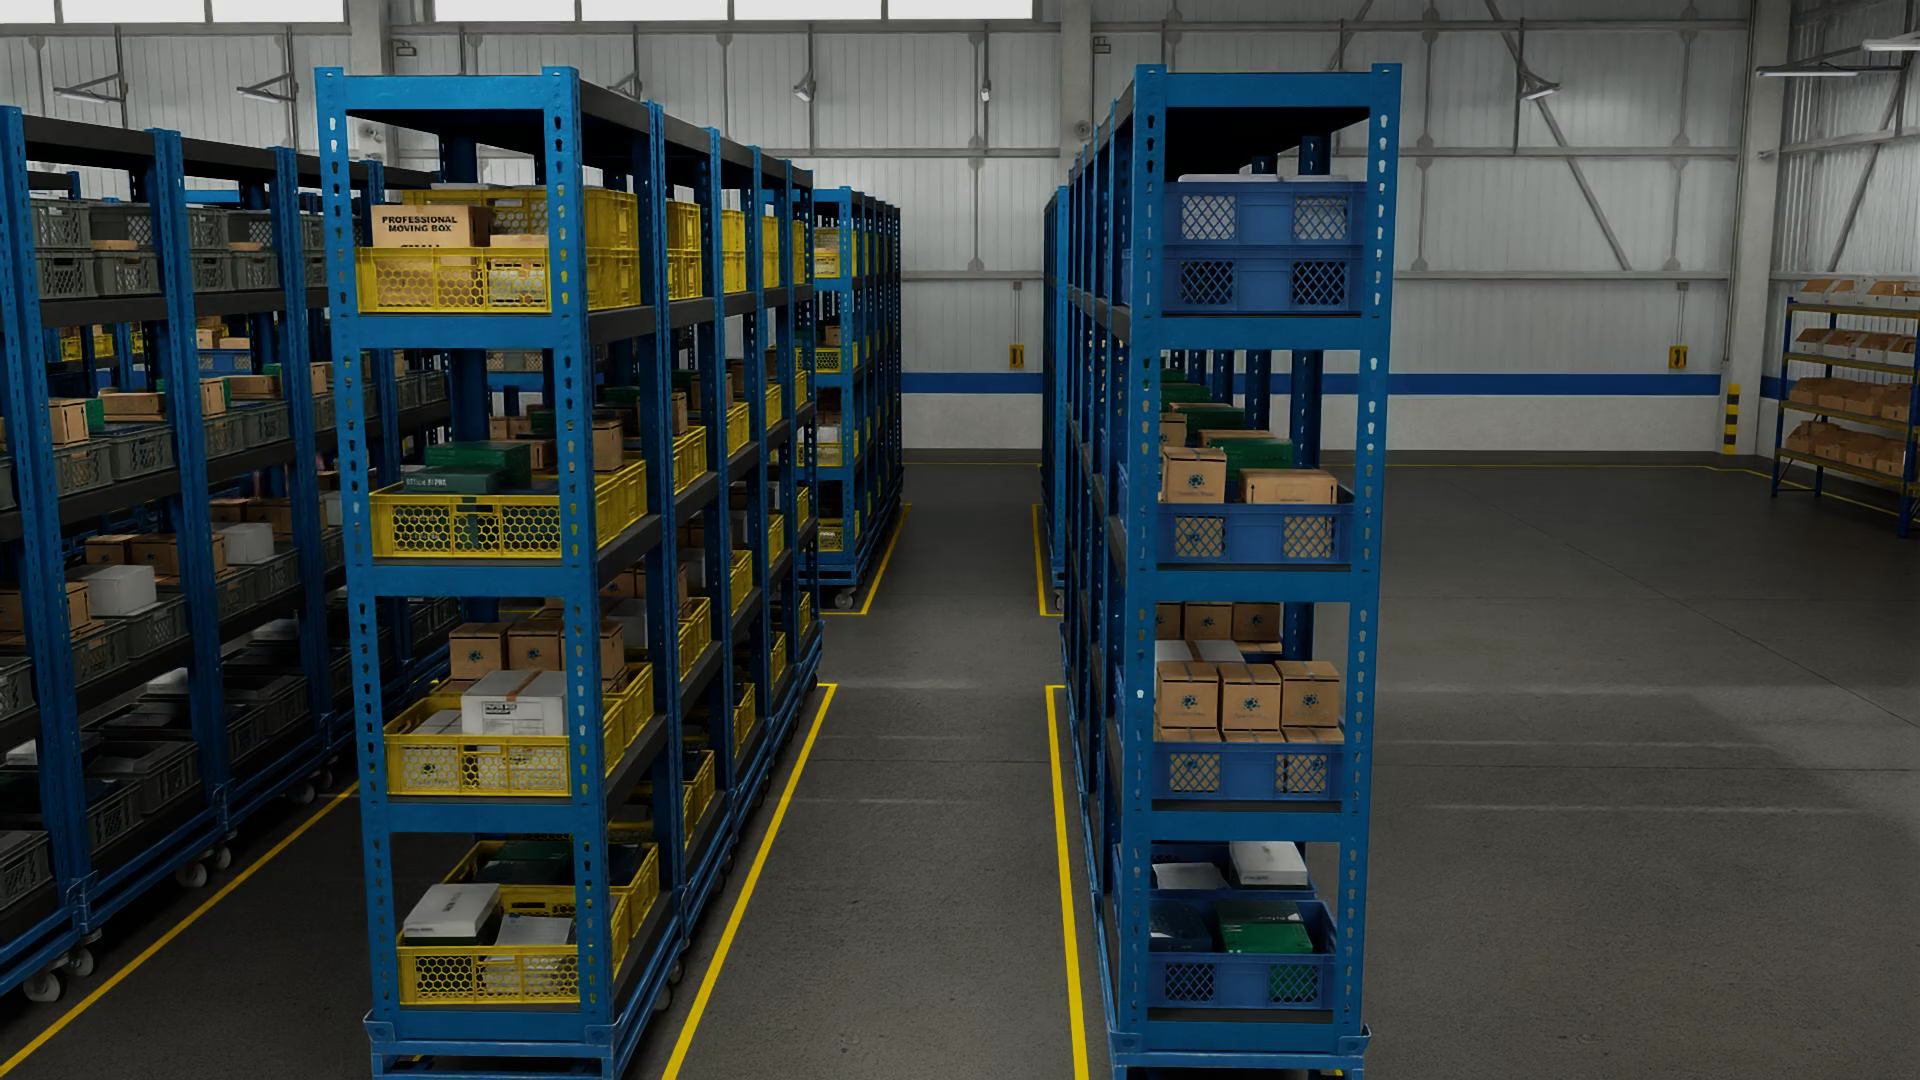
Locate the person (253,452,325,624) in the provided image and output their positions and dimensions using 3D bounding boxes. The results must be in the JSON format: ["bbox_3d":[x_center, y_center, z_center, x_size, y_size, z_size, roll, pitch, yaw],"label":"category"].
[{"bbox_3d":[-5.107,-0.135,12.936,1.037,1.938,0.646,4,11,23],"label":"person"}]
